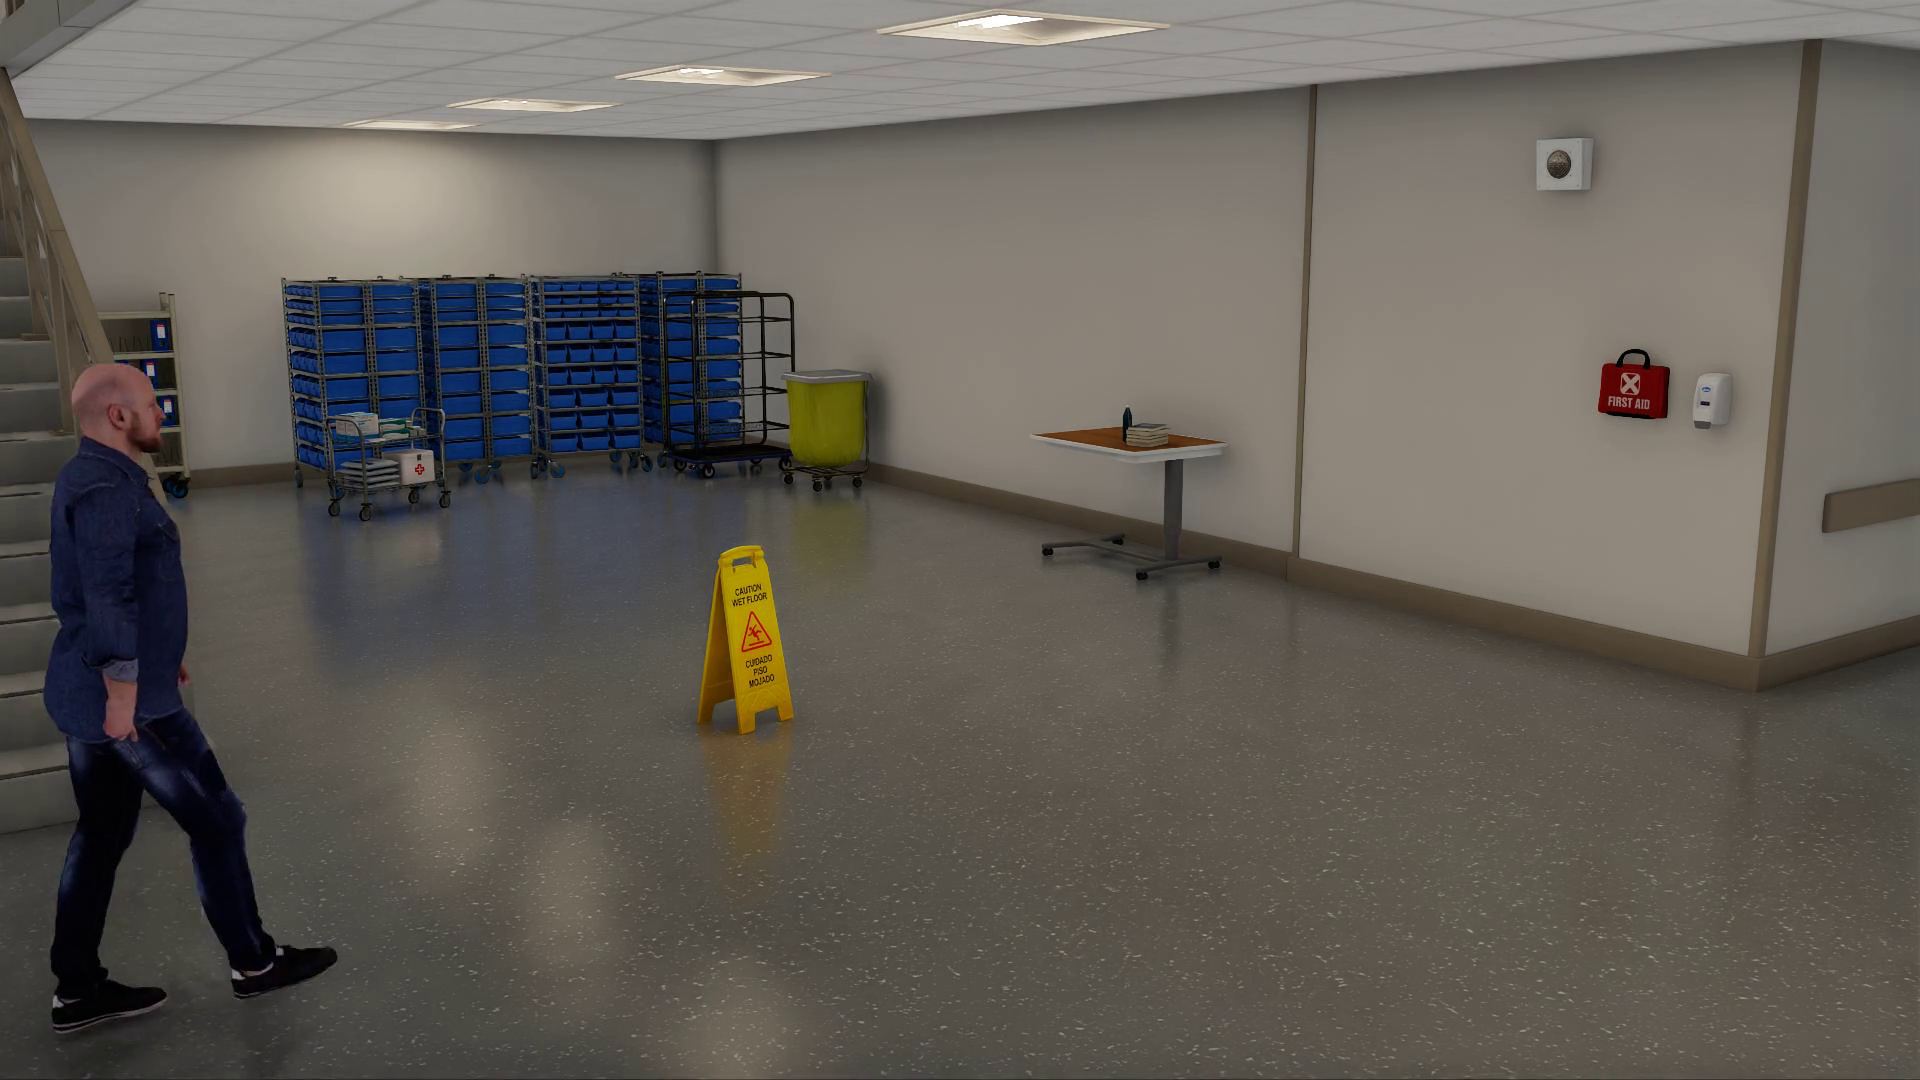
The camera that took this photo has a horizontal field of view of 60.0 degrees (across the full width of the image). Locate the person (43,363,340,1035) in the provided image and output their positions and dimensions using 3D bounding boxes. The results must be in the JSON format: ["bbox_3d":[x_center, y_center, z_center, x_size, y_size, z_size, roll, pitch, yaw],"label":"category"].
[{"bbox_3d":[-2.312,0.459,4.435,0.824,1.797,0.899,-9,14,-40],"label":"person"}]
